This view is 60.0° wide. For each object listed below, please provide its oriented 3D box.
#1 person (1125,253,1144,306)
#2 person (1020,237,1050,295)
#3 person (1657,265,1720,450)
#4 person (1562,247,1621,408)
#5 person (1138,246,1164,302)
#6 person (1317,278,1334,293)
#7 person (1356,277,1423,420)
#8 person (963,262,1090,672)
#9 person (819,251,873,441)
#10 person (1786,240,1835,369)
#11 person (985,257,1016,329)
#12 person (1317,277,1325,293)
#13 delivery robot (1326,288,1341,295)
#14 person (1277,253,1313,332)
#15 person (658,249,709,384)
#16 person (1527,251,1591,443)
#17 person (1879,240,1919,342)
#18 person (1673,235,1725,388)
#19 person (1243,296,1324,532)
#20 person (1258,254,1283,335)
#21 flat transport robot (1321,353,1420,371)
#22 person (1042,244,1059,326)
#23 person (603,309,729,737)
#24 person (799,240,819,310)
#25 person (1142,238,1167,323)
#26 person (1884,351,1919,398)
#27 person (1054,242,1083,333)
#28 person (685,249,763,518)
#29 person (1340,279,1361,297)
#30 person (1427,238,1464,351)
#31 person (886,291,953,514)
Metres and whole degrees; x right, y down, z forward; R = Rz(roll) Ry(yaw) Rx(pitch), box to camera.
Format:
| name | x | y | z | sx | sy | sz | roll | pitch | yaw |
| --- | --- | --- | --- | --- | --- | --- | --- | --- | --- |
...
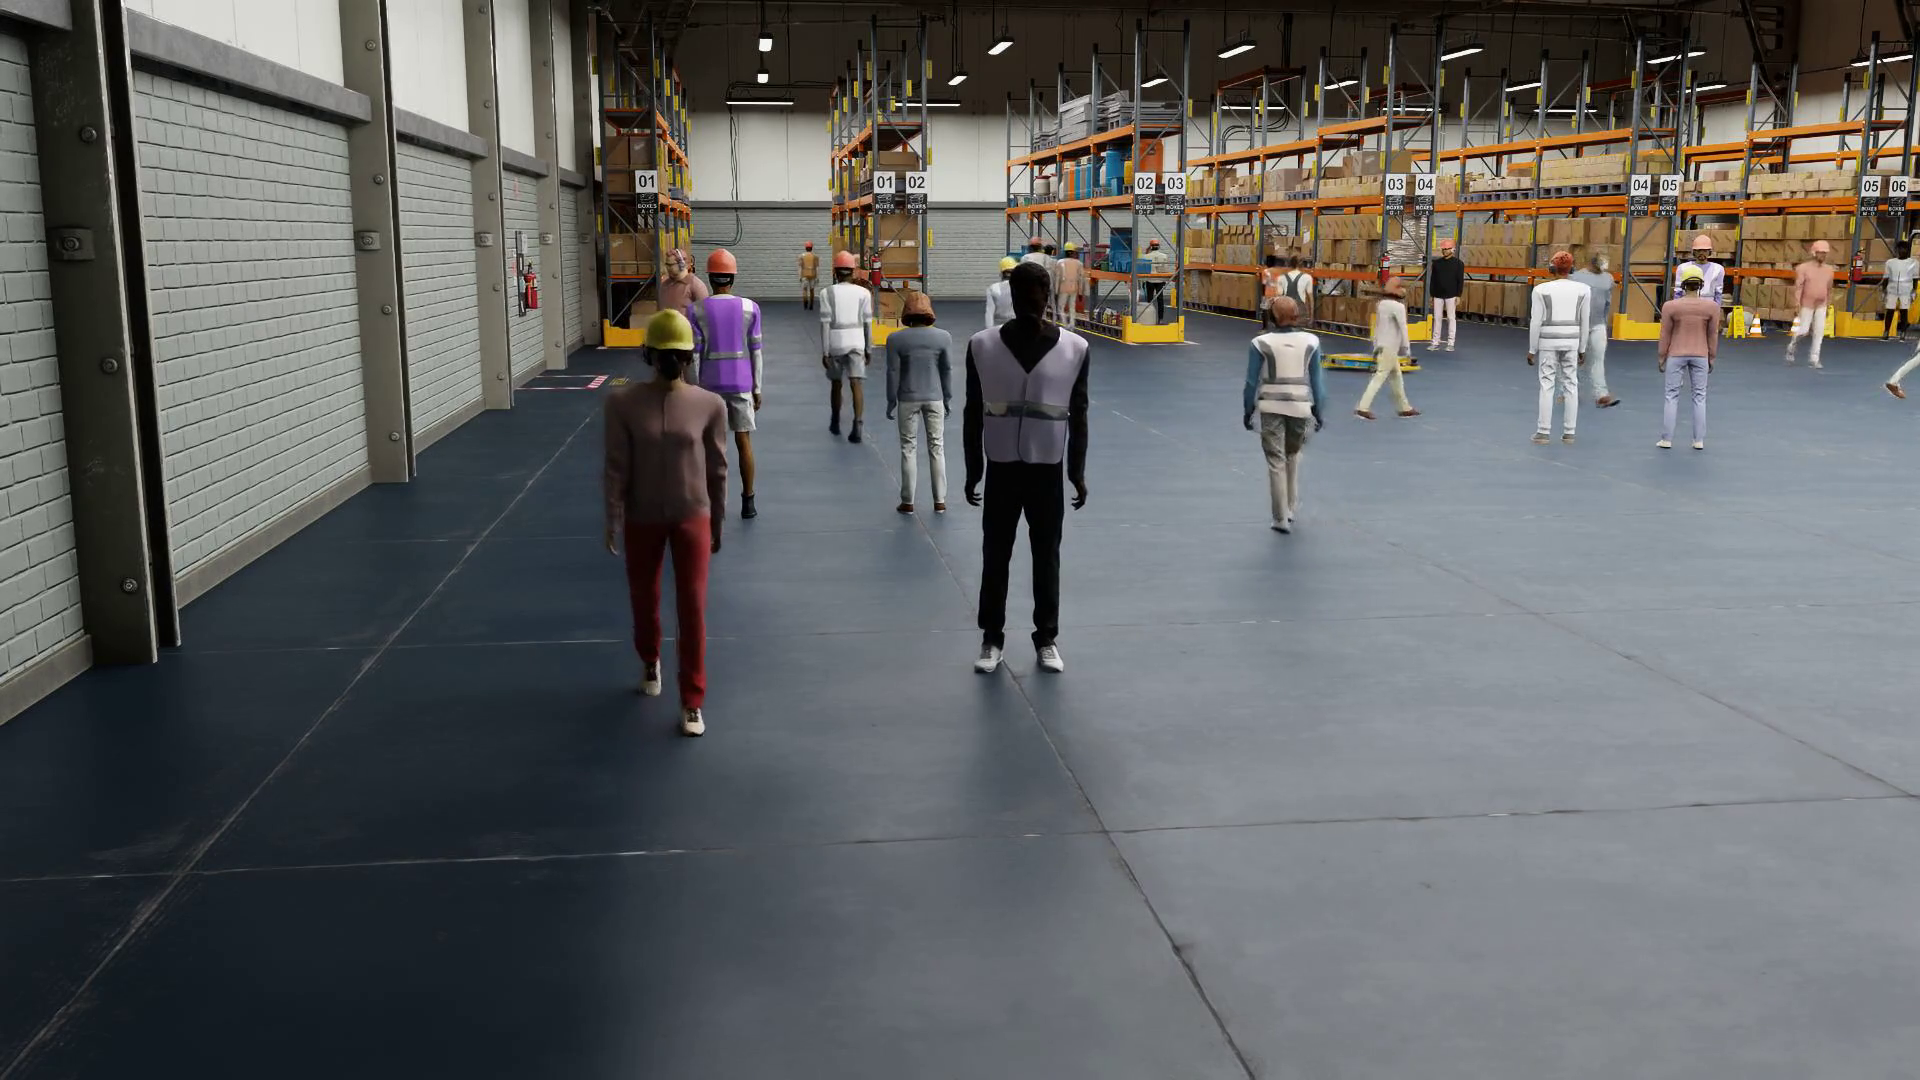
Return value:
| name | x | y | z | sx | sy | sz | roll | pitch | yaw |
| --- | --- | --- | --- | --- | --- | --- | --- | --- | --- |
| person | 4.881 | -7.367 | 46.574 | 0.643 | 1.823 | 0.547 | 2 | 11 | 13 |
| person | 1.509 | -5.297 | 34.694 | 0.643 | 2.013 | 0.854 | -3 | 11 | -15 |
| person | 6.971 | -1.746 | 15.953 | 0.522 | 1.759 | 0.350 | 3 | 11 | 14 |
| person | 7.511 | -2.506 | 19.751 | 0.660 | 1.889 | 0.946 | -2 | 11 | -12 |
| person | 4.681 | -6.331 | 40.978 | 0.591 | 1.803 | 0.957 | -2 | 11 | -11 |
| person | 11.472 | -8.307 | 51.795 | 0.929 | 1.784 | 0.751 | -5 | 11 | -25 |
| person | 4.790 | -2.129 | 18.497 | 0.850 | 1.587 | 0.517 | -2 | 11 | -12 |
| person | 0.307 | -0.332 | 7.780 | 0.587 | 1.908 | 0.391 | 0 | 10 | 1 |
| person | -1.138 | -1.948 | 16.726 | 0.558 | 1.882 | 1.052 | -3 | 11 | -15 |
| person | 13.189 | -3.648 | 25.755 | 0.628 | 1.981 | 0.649 | -1 | 10 | -3 |
| person | 0.578 | -2.485 | 19.932 | 0.619 | 1.778 | 0.943 | -2 | 11 | -12 |
| person | 9.368 | -6.922 | 43.825 | 0.552 | 1.935 | 0.366 | -2 | 11 | -12 |
| delivery robot | 10.666 | -6.924 | 47.372 | 0.477 | 0.478 | 0.707 | -2 | 10 | -8 |
| person | 4.873 | -3.291 | 24.320 | 0.507 | 1.806 | 0.992 | 4 | 11 | 23 |
| person | -2.882 | -2.024 | 17.080 | 0.637 | 1.902 | 0.406 | 7 | 13 | 35 |
| person | 5.880 | -1.885 | 16.362 | 0.575 | 1.883 | 0.362 | 1 | 10 | 3 |
| person | 18.090 | -4.785 | 32.033 | 0.613 | 1.961 | 0.368 | 8 | 13 | 38 |
| person | 9.918 | -3.062 | 22.375 | 0.608 | 2.044 | 0.370 | 3 | 11 | 17 |
| person | 2.230 | -0.887 | 11.601 | 0.546 | 1.607 | 0.688 | -1 | 10 | -6 |
| person | 6.420 | -5.007 | 34.034 | 0.542 | 1.683 | 0.667 | -6 | 12 | -29 |
| flat transport robot | 6.195 | -2.701 | 25.256 | 0.652 | 0.197 | 1.431 | -9 | 14 | -40 |
| person | 1.911 | -5.467 | 36.036 | 0.509 | 1.872 | 0.329 | -2 | 11 | -11 |
| person | -1.235 | -0.112 | 7.024 | 0.520 | 1.736 | 0.836 | -2 | 10 | -10 |
| person | -4.177 | -7.329 | 46.088 | 0.548 | 1.925 | 0.510 | -1 | 10 | -4 |
| person | 4.572 | -6.083 | 39.084 | 0.608 | 1.989 | 0.387 | -2 | 10 | -9 |
| person | 12.069 | -2.635 | 20.644 | 0.526 | 1.840 | 0.962 | -9 | 13 | -40 |
| person | 2.166 | -5.004 | 33.370 | 0.624 | 1.907 | 0.557 | -3 | 11 | -15 |
| person | -1.689 | -1.106 | 11.938 | 0.544 | 1.939 | 0.354 | -3 | 11 | -16 |
| person | 10.350 | -6.969 | 44.193 | 0.629 | 1.908 | 0.858 | -2 | 11 | -11 |
| person | 8.633 | -4.352 | 29.576 | 0.612 | 1.995 | 0.382 | 8 | 13 | 39 |
| person | -0.296 | -1.000 | 12.192 | 0.498 | 1.633 | 0.286 | -2 | 11 | -11 |
